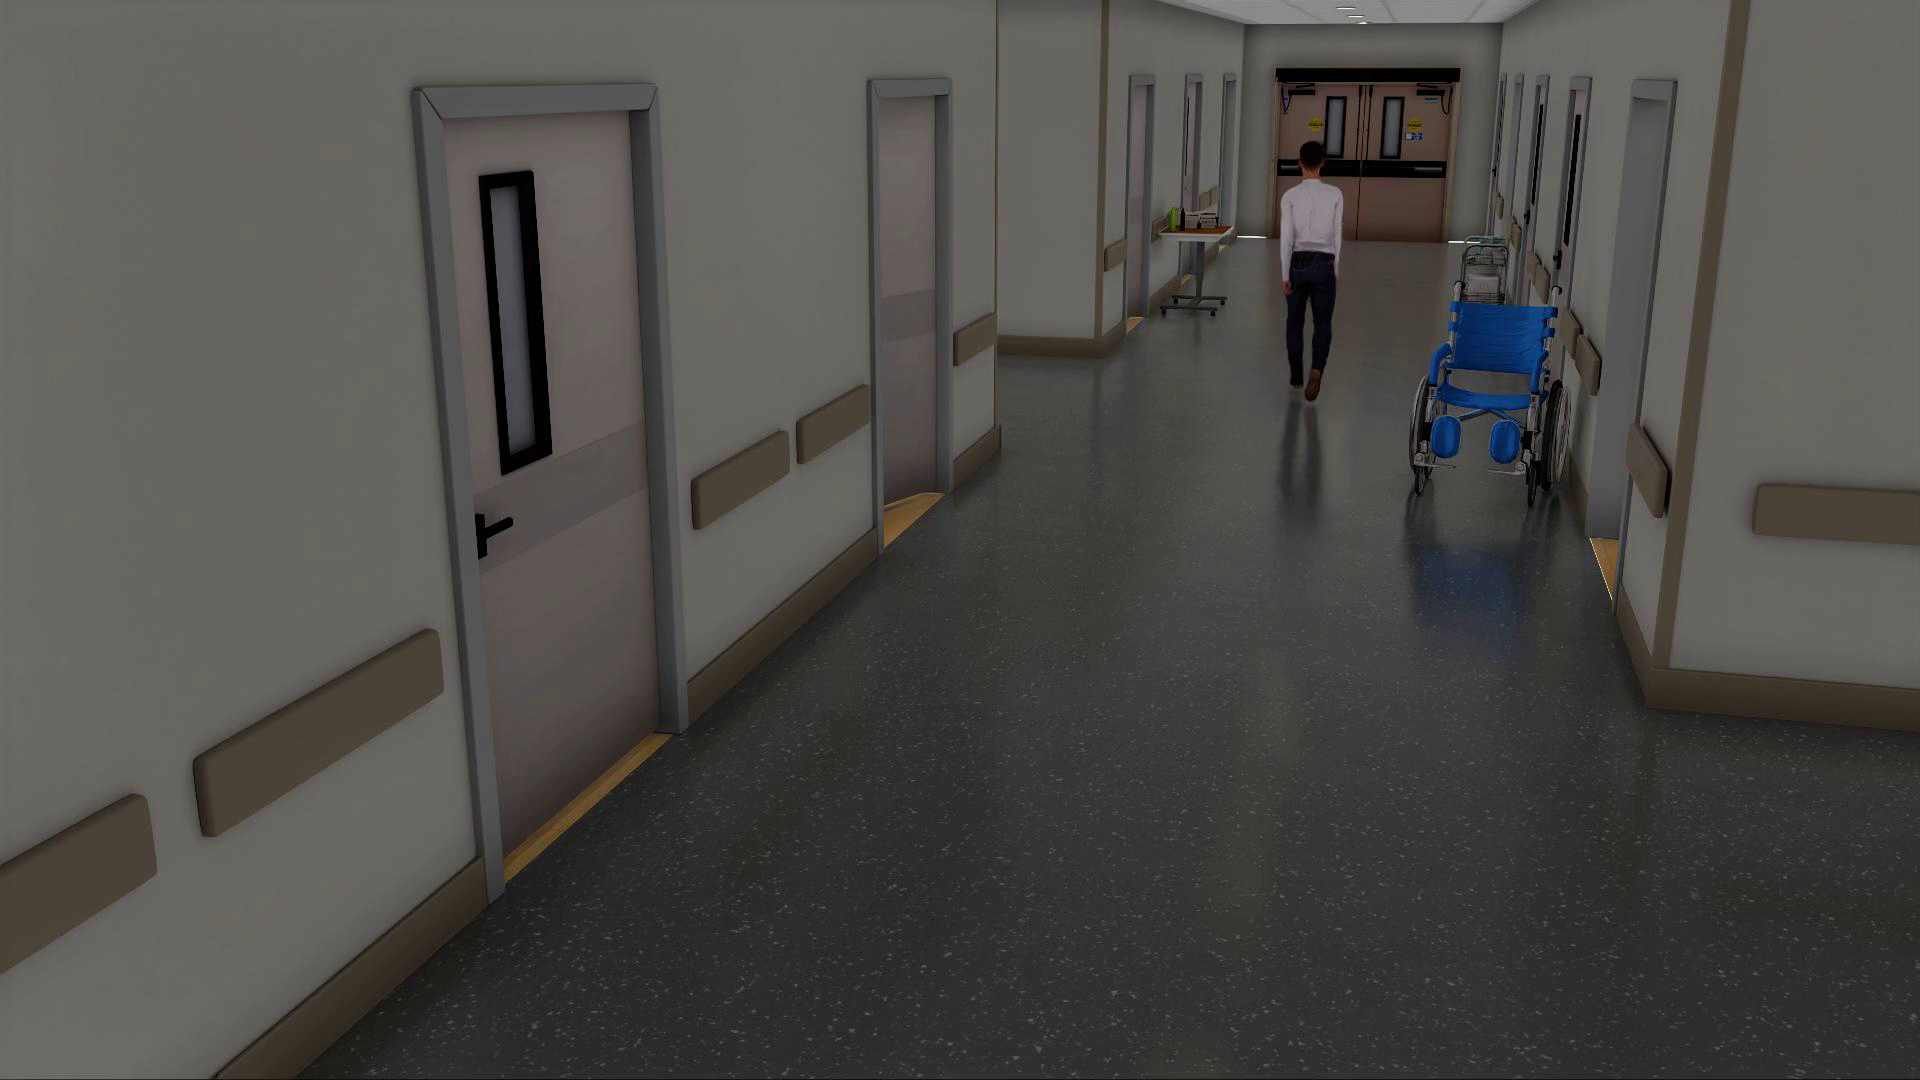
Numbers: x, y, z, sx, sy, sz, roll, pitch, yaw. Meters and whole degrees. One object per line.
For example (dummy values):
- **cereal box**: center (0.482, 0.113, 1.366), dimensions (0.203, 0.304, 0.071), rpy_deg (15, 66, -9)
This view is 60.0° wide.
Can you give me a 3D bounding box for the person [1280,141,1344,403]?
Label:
- **person**: center (2.568, -1.942, 12.129), dimensions (0.705, 1.839, 1.198), rpy_deg (2, 16, 8)
